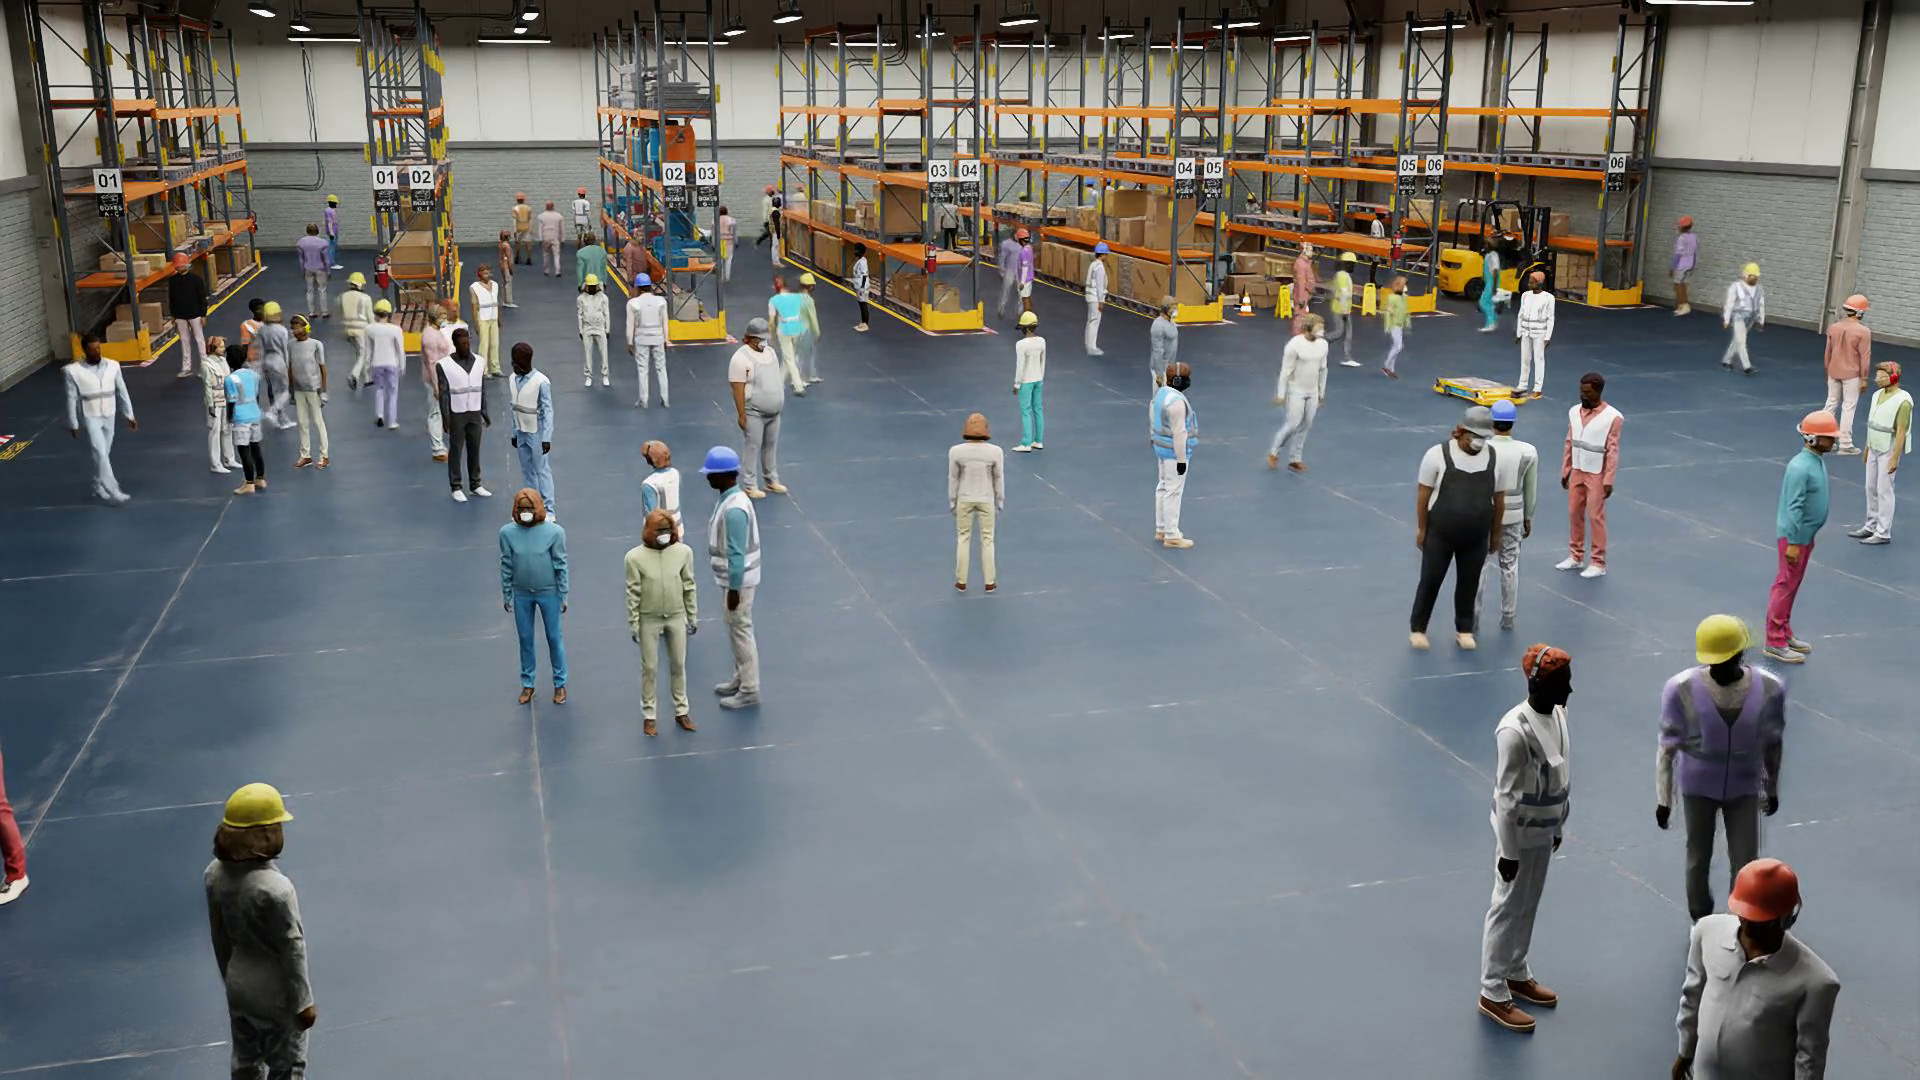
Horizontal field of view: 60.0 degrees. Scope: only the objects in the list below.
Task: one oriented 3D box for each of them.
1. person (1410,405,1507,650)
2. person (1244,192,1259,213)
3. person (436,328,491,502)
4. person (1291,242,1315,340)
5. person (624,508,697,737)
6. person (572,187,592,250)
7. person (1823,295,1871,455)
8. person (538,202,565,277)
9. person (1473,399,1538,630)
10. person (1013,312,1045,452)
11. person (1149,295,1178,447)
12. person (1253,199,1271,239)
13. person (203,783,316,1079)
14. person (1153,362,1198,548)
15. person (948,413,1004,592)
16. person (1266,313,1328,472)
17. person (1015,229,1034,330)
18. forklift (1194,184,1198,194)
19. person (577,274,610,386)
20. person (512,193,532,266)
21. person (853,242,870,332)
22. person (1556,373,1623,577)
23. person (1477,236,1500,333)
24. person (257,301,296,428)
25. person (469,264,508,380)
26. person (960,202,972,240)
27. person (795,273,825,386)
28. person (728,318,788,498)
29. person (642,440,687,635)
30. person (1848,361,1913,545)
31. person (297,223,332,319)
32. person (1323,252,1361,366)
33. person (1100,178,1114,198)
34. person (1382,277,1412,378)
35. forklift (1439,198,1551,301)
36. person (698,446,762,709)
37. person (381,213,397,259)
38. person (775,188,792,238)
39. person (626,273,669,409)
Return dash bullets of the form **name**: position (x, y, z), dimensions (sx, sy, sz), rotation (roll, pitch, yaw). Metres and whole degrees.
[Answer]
- **person**: position (4.015, -0.103, 13.324), dimensions (0.693, 2.000, 0.539), rotation (0, 15, 1)
- **person**: position (8.327, -9.076, 47.659), dimensions (0.485, 1.745, 0.290), rotation (13, 20, 41)
- **person**: position (-5.496, -1.400, 18.439), dimensions (0.386, 1.918, 0.590), rotation (13, 20, 40)
- **person**: position (6.063, -4.301, 29.381), dimensions (0.399, 1.908, 0.643), rotation (3, 15, 10)
- **person**: position (-2.076, 0.568, 11.600), dimensions (0.501, 1.625, 0.292), rotation (-8, 17, -27)
- **person**: position (-10.583, -8.919, 46.697), dimensions (0.551, 1.935, 0.375), rotation (6, 16, 21)
- **person**: position (11.088, -2.065, 20.796), dimensions (0.376, 1.995, 0.612), rotation (-6, 16, -23)
- **person**: position (-10.221, -7.525, 41.661), dimensions (0.653, 1.846, 0.985), rotation (-5, 16, -18)
- **person**: position (4.476, -0.205, 13.890), dimensions (0.614, 1.943, 0.404), rotation (2, 15, 7)
- **person**: position (0.859, -1.990, 20.951), dimensions (0.314, 1.767, 0.534), rotation (13, 20, 41)
- **person**: position (2.614, -2.154, 21.242), dimensions (0.372, 1.939, 0.631), rotation (6, 16, 21)
- **person**: position (8.121, -8.304, 44.799), dimensions (0.572, 1.724, 0.800), rotation (-4, 15, -14)
- **person**: position (-2.780, 1.809, 6.716), dimensions (0.483, 1.736, 0.311), rotation (8, 17, 29)
- **person**: position (2.138, -0.851, 16.522), dimensions (0.429, 1.842, 0.635), rotation (-2, 15, -8)
- **person**: position (0.147, -0.332, 14.984), dimensions (0.502, 1.627, 0.271), rotation (1, 15, 2)
- **person**: position (4.059, -1.753, 19.793), dimensions (0.650, 1.909, 0.541), rotation (-10, 18, -32)
- **person**: position (1.230, -5.015, 32.018), dimensions (0.376, 1.932, 0.543), rotation (4, 15, 13)
- **forklift**: position (7.392, -11.333, 53.972), dimensions (1.873, 2.768, 1.129), rotation (-4, 15, -15)
- **person**: position (-5.660, -3.249, 25.754), dimensions (0.486, 1.738, 0.321), rotation (-2, 15, -8)
- **person**: position (-11.741, -8.316, 44.508), dimensions (0.573, 1.891, 0.934), rotation (-11, 18, -35)
- **person**: position (-1.893, -4.832, 31.777), dimensions (0.316, 1.696, 0.542), rotation (-3, 15, -11)
- **person**: position (5.890, -0.620, 15.535), dimensions (0.388, 1.905, 0.601), rotation (-7, 17, -25)
- **person**: position (10.010, -4.832, 31.527), dimensions (0.427, 1.828, 0.563), rotation (1, 15, 4)
- **person**: position (-9.168, -2.325, 22.267), dimensions (0.498, 1.729, 0.511), rotation (6, 16, 22)
- **person**: position (-7.509, -3.457, 26.355), dimensions (0.402, 1.831, 0.571), rotation (7, 17, 26)
- **person**: position (0.196, -10.416, 52.508), dimensions (0.325, 1.843, 0.517), rotation (6, 16, 23)
- **person**: position (-2.300, -3.247, 25.717), dimensions (0.719, 1.735, 0.543), rotation (-8, 17, -26)
- **person**: position (-2.217, -1.486, 18.528), dimensions (0.535, 2.000, 0.689), rotation (10, 18, 33)
- **person**: position (-2.455, -0.019, 13.786), dimensions (0.314, 1.636, 0.515), rotation (6, 16, 21)
- **person**: position (9.240, -0.871, 16.622), dimensions (0.400, 1.832, 0.574), rotation (0, 15, -1)
- **person**: position (-12.991, -5.411, 33.524), dimensions (0.623, 1.932, 0.369), rotation (-1, 15, -4)
- **person**: position (6.308, -3.840, 27.661), dimensions (0.787, 1.896, 0.632), rotation (6, 16, 20)
- **person**: position (4.695, -10.511, 52.662), dimensions (0.607, 1.950, 0.384), rotation (-4, 15, -13)
- **person**: position (6.956, -3.374, 26.429), dimensions (0.372, 1.613, 0.496), rotation (12, 19, 39)
- **forklift**: position (11.913, -6.508, 37.130), dimensions (2.313, 2.155, 1.214), rotation (-4, 15, -15)
- **person**: position (-1.666, 0.263, 12.151), dimensions (0.429, 1.937, 0.628), rotation (-3, 15, -12)
- **person**: position (-15.833, -8.720, 46.129), dimensions (0.429, 1.846, 0.626), rotation (-10, 18, -32)
- **person**: position (-5.294, -9.666, 49.548), dimensions (0.562, 1.924, 0.699), rotation (6, 16, 21)
- **person**: position (-4.495, -2.861, 23.929), dimensions (0.619, 1.934, 0.438), rotation (-7, 16, -25)
